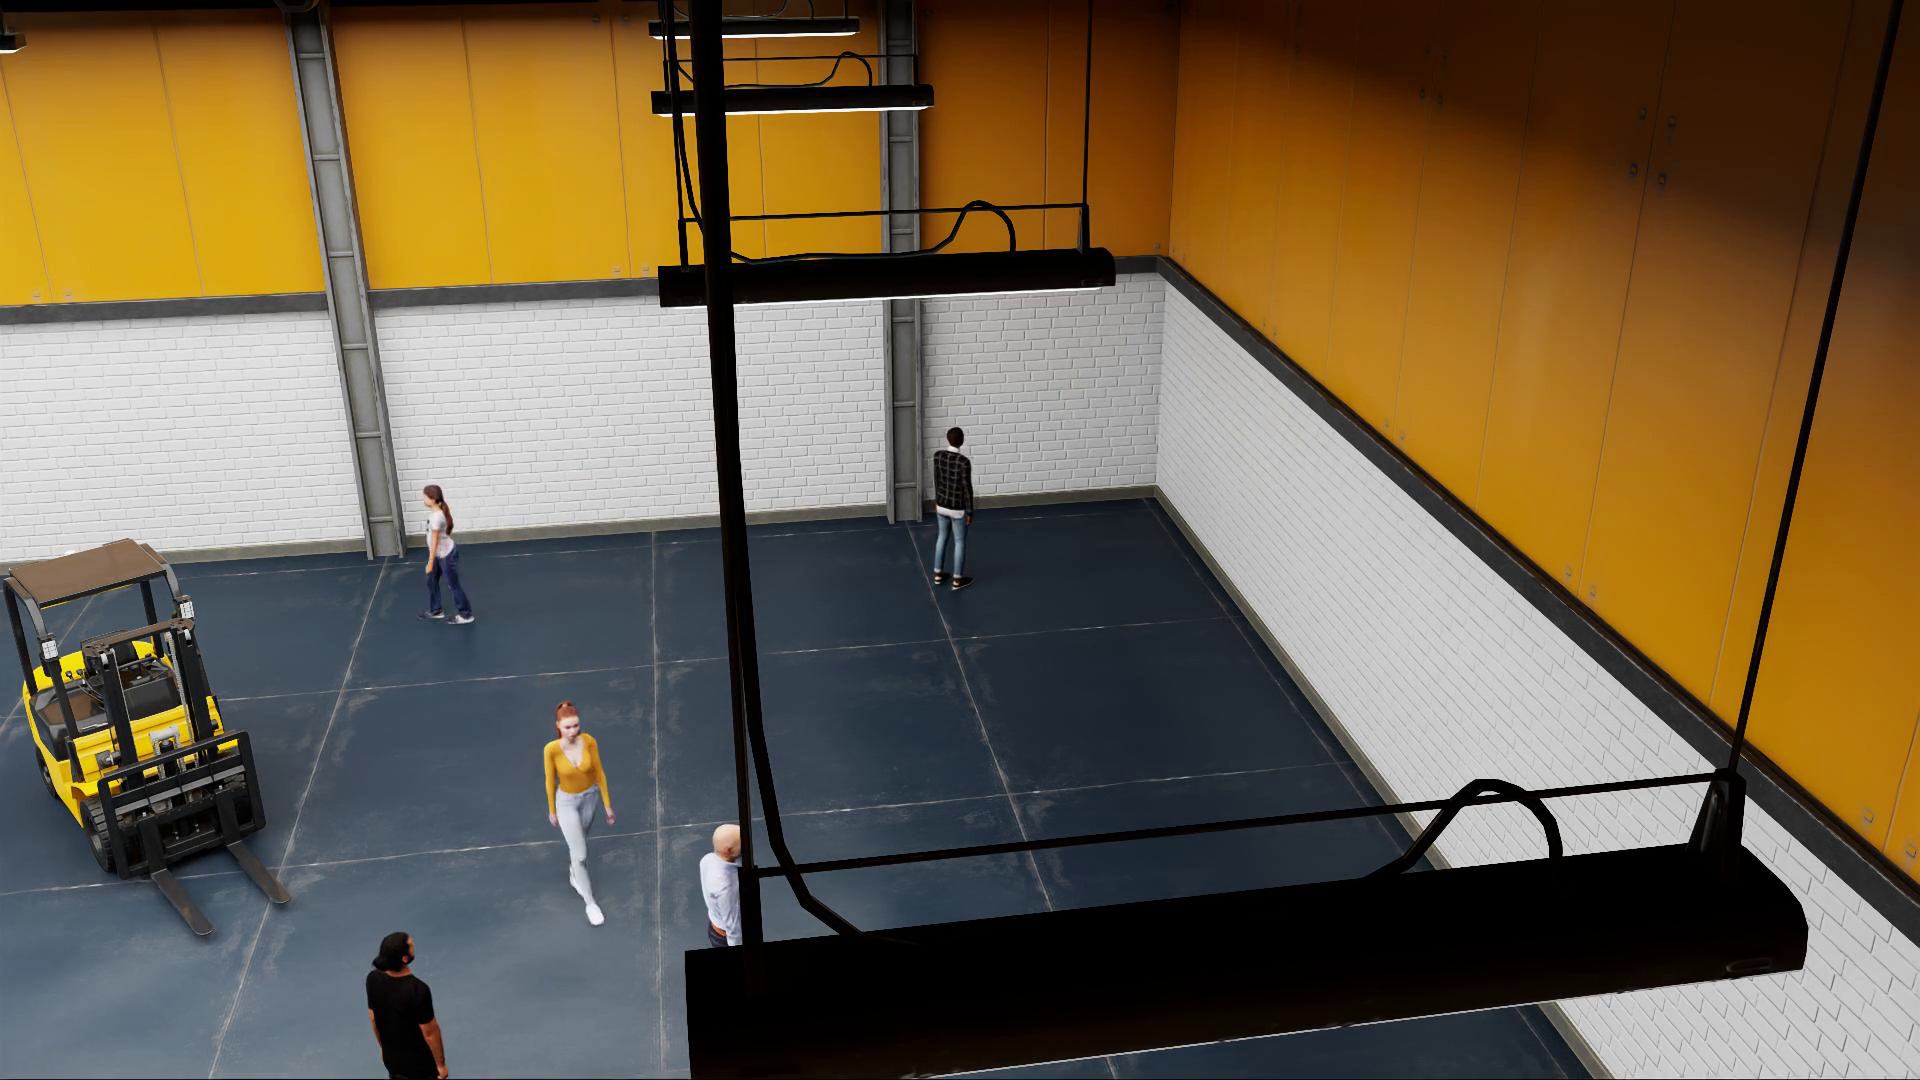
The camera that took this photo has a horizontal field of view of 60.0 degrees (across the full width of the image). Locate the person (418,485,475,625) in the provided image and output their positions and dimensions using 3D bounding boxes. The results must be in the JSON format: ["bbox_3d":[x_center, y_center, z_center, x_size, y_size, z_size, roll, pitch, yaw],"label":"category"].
[{"bbox_3d":[-5.258,0.155,17.184,0.807,1.544,0.580,-7,25,-16],"label":"person"}]

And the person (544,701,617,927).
[{"bbox_3d":[-2.967,2.001,12.743,1.012,1.718,0.920,-17,29,-33],"label":"person"}]

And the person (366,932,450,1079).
[{"bbox_3d":[-3.336,3.133,10.105,0.666,1.757,0.772,10,26,22],"label":"person"}]

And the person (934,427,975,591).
[{"bbox_3d":[-0.092,-0.354,18.007,0.731,1.818,0.795,15,28,31],"label":"person"}]

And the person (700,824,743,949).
[{"bbox_3d":[-1.538,2.678,11.105,0.629,1.789,0.678,-9,25,-19],"label":"person"}]
